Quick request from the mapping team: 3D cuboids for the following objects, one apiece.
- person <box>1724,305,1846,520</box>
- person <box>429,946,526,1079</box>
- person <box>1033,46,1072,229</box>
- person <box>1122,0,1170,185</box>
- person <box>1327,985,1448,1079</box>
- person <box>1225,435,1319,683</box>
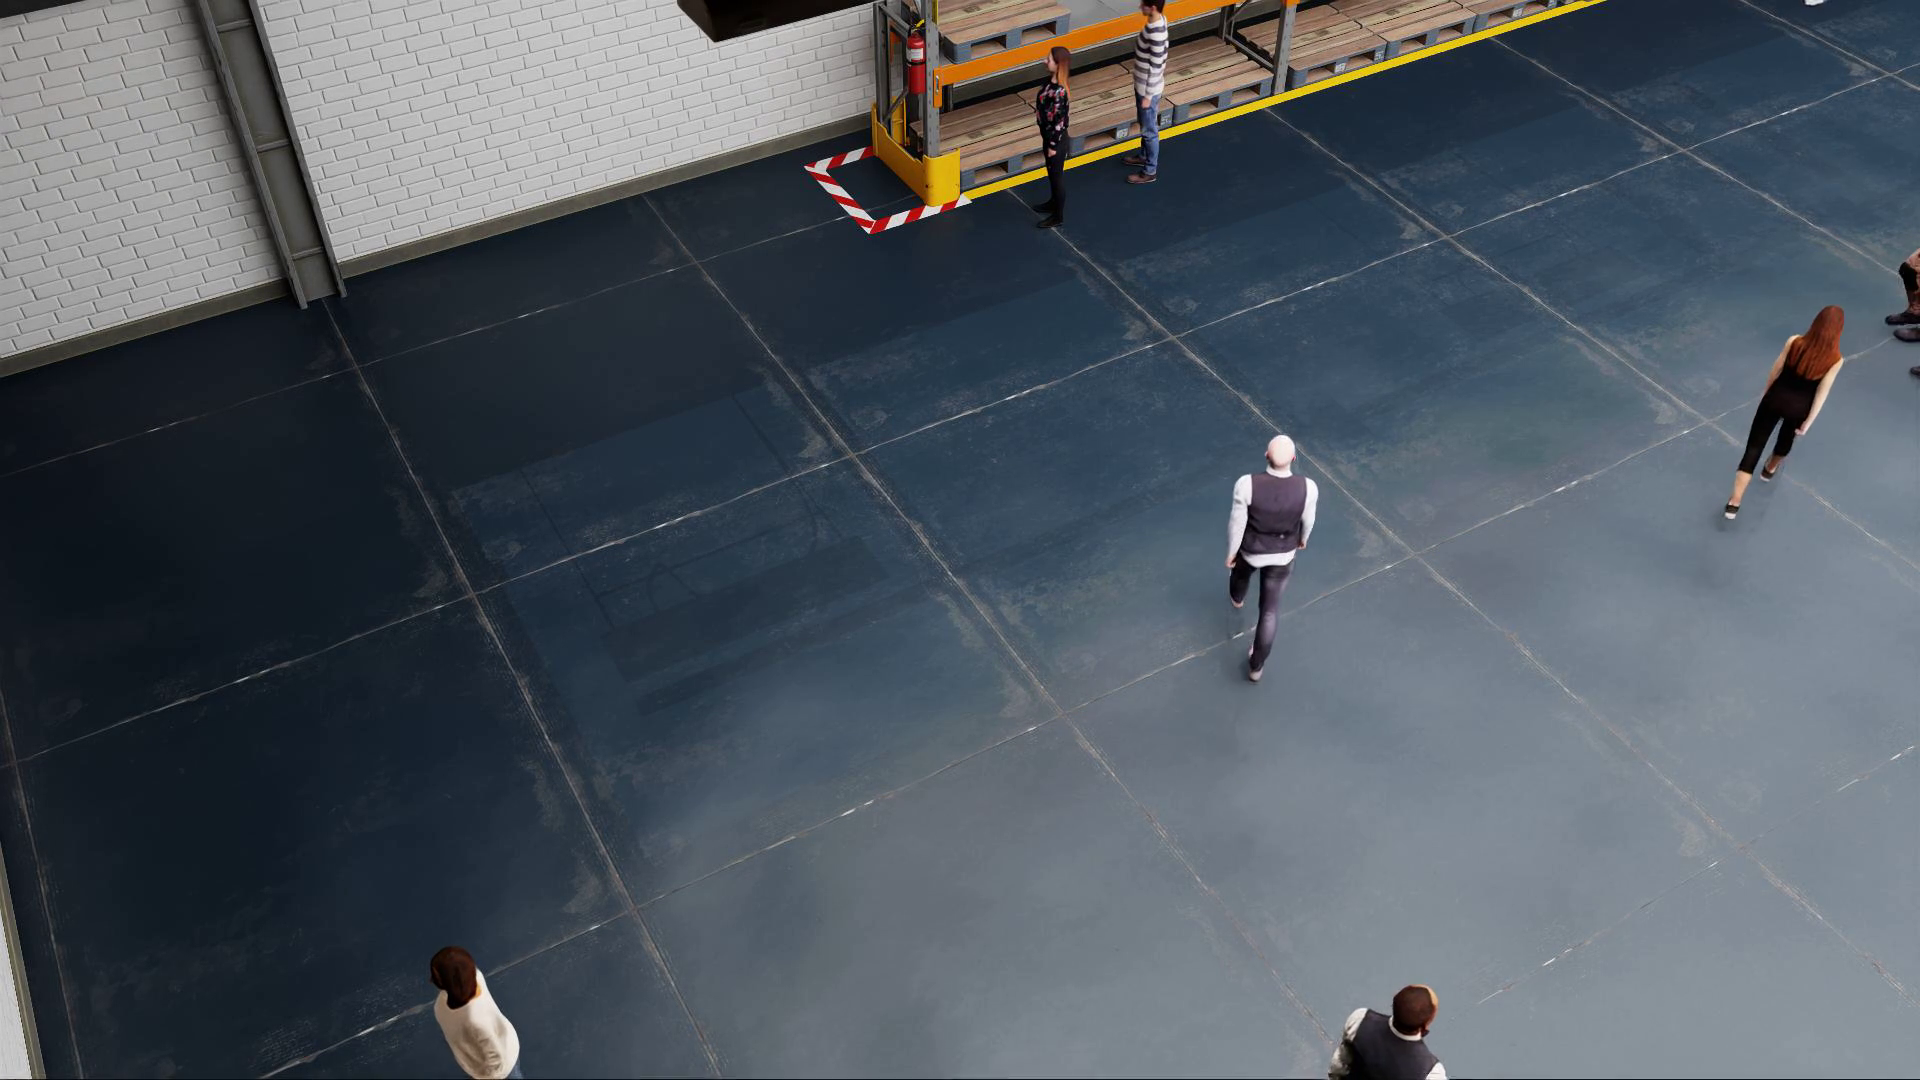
[{"bbox_3d":[5.803,-0.881,11.772,0.942,1.683,1.235,24,49,23],"label":"person"},{"bbox_3d":[-2.331,2.501,8.224,0.519,1.682,0.612,-22,48,-21],"label":"person"},{"bbox_3d":[0.833,-3.538,14.561,0.645,1.684,0.649,-3,44,-3],"label":"person"},{"bbox_3d":[1.721,-4.132,15.066,0.717,1.847,0.724,0,44,0],"label":"person"},{"bbox_3d":[1.907,2.741,7.830,1.338,1.878,0.877,-30,51,-28],"label":"person"},{"bbox_3d":[1.947,0.158,10.614,1.225,1.777,1.186,3,44,3],"label":"person"}]
